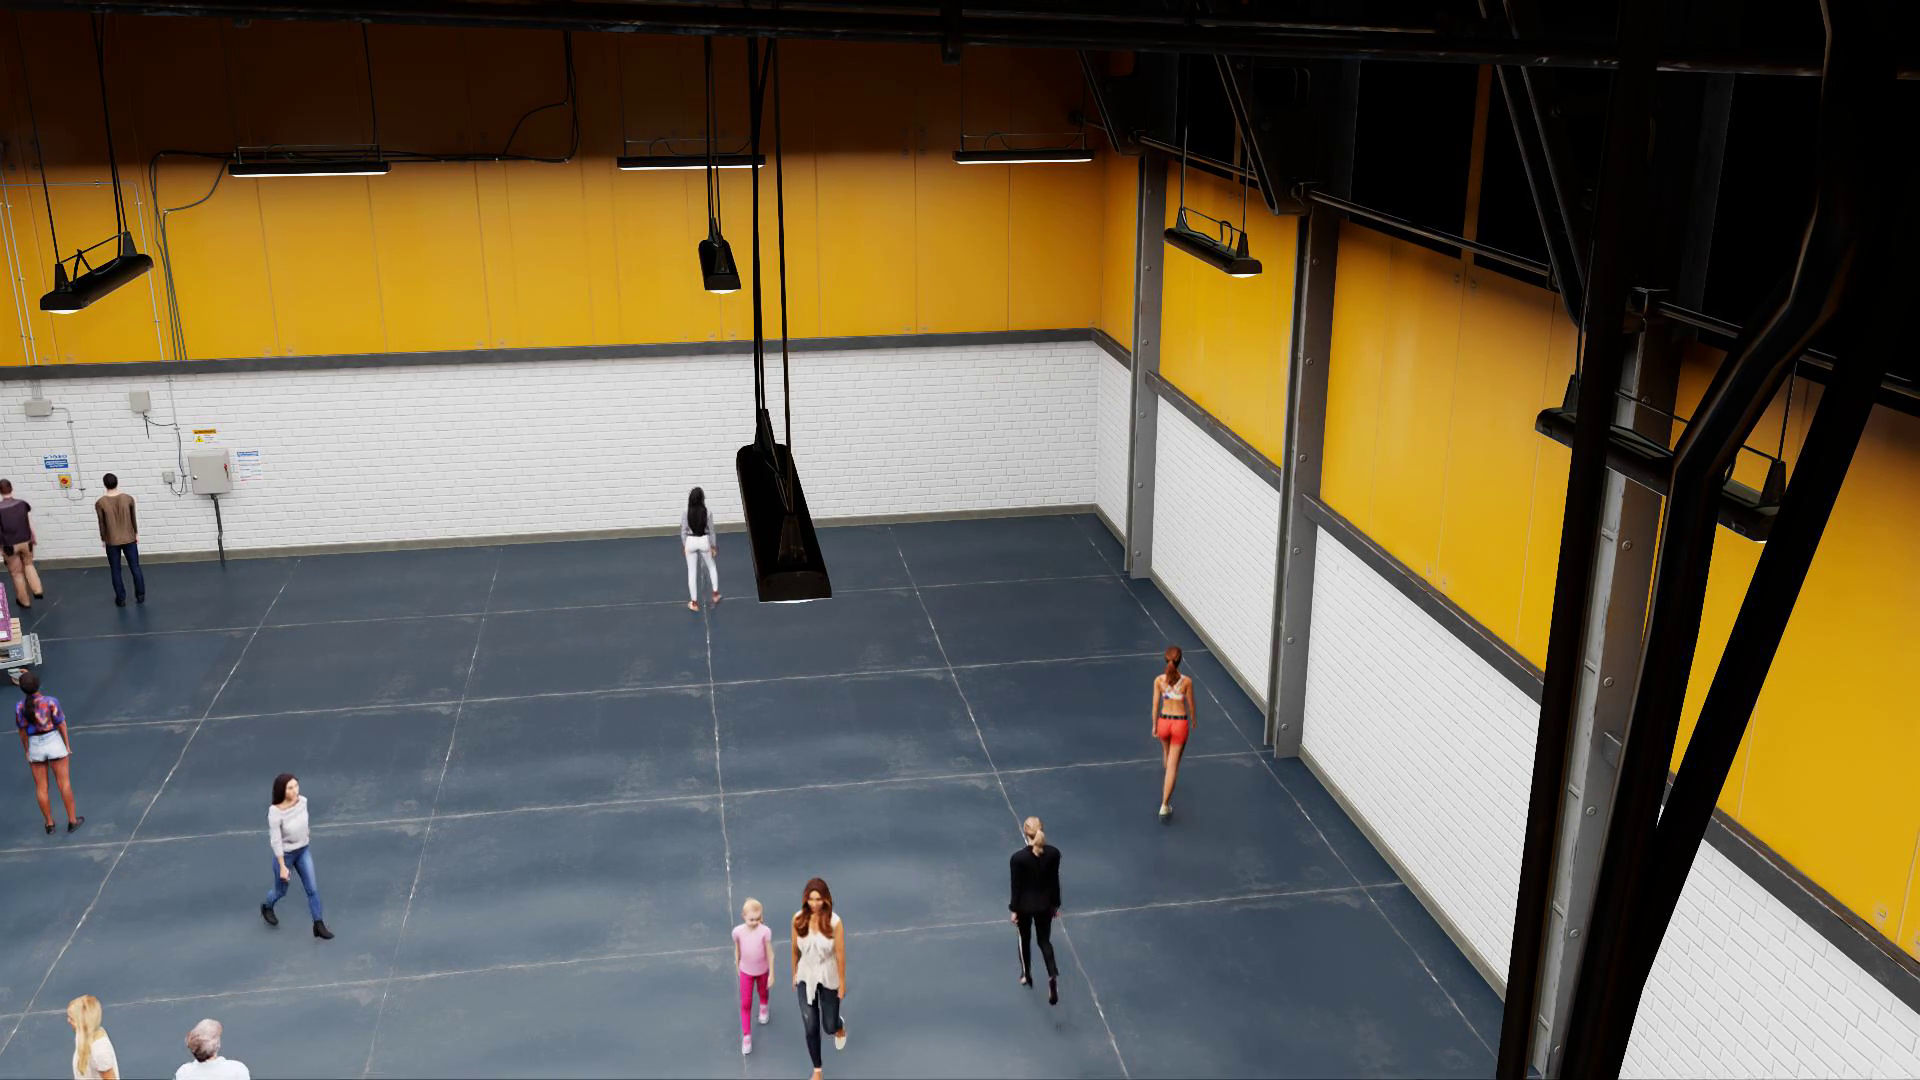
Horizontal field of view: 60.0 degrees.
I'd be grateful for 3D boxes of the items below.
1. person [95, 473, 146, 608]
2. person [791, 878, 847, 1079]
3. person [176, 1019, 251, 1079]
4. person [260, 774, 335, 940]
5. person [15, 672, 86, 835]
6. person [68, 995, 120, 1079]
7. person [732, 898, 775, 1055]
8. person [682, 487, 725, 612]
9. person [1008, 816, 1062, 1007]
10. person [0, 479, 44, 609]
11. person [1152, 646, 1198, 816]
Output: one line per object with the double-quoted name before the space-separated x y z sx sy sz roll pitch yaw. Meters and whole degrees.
"person" -11.613 -0.012 22.996 0.742 1.889 0.741 -14 23 -35
"person" -1.080 3.408 13.027 0.798 1.770 0.977 4 19 12
"person" -4.922 4.064 11.017 0.732 1.810 0.953 -2 19 -5
"person" -6.078 2.848 14.954 1.062 1.600 1.057 10 21 27
"person" -9.252 2.138 16.840 0.613 1.744 0.546 -6 19 -16
"person" -5.871 3.917 11.454 0.734 1.809 0.610 -15 24 -38
"person" -1.675 3.477 13.624 0.512 1.258 0.869 -2 19 -5
"person" -3.592 0.120 22.875 0.713 1.716 0.695 -8 20 -21
"person" 0.650 3.140 13.951 0.678 1.688 0.971 -6 19 -16
"person" -12.947 0.065 22.864 0.868 1.826 0.814 14 23 36
"person" 2.199 2.007 17.229 0.988 1.744 1.217 7 20 20
